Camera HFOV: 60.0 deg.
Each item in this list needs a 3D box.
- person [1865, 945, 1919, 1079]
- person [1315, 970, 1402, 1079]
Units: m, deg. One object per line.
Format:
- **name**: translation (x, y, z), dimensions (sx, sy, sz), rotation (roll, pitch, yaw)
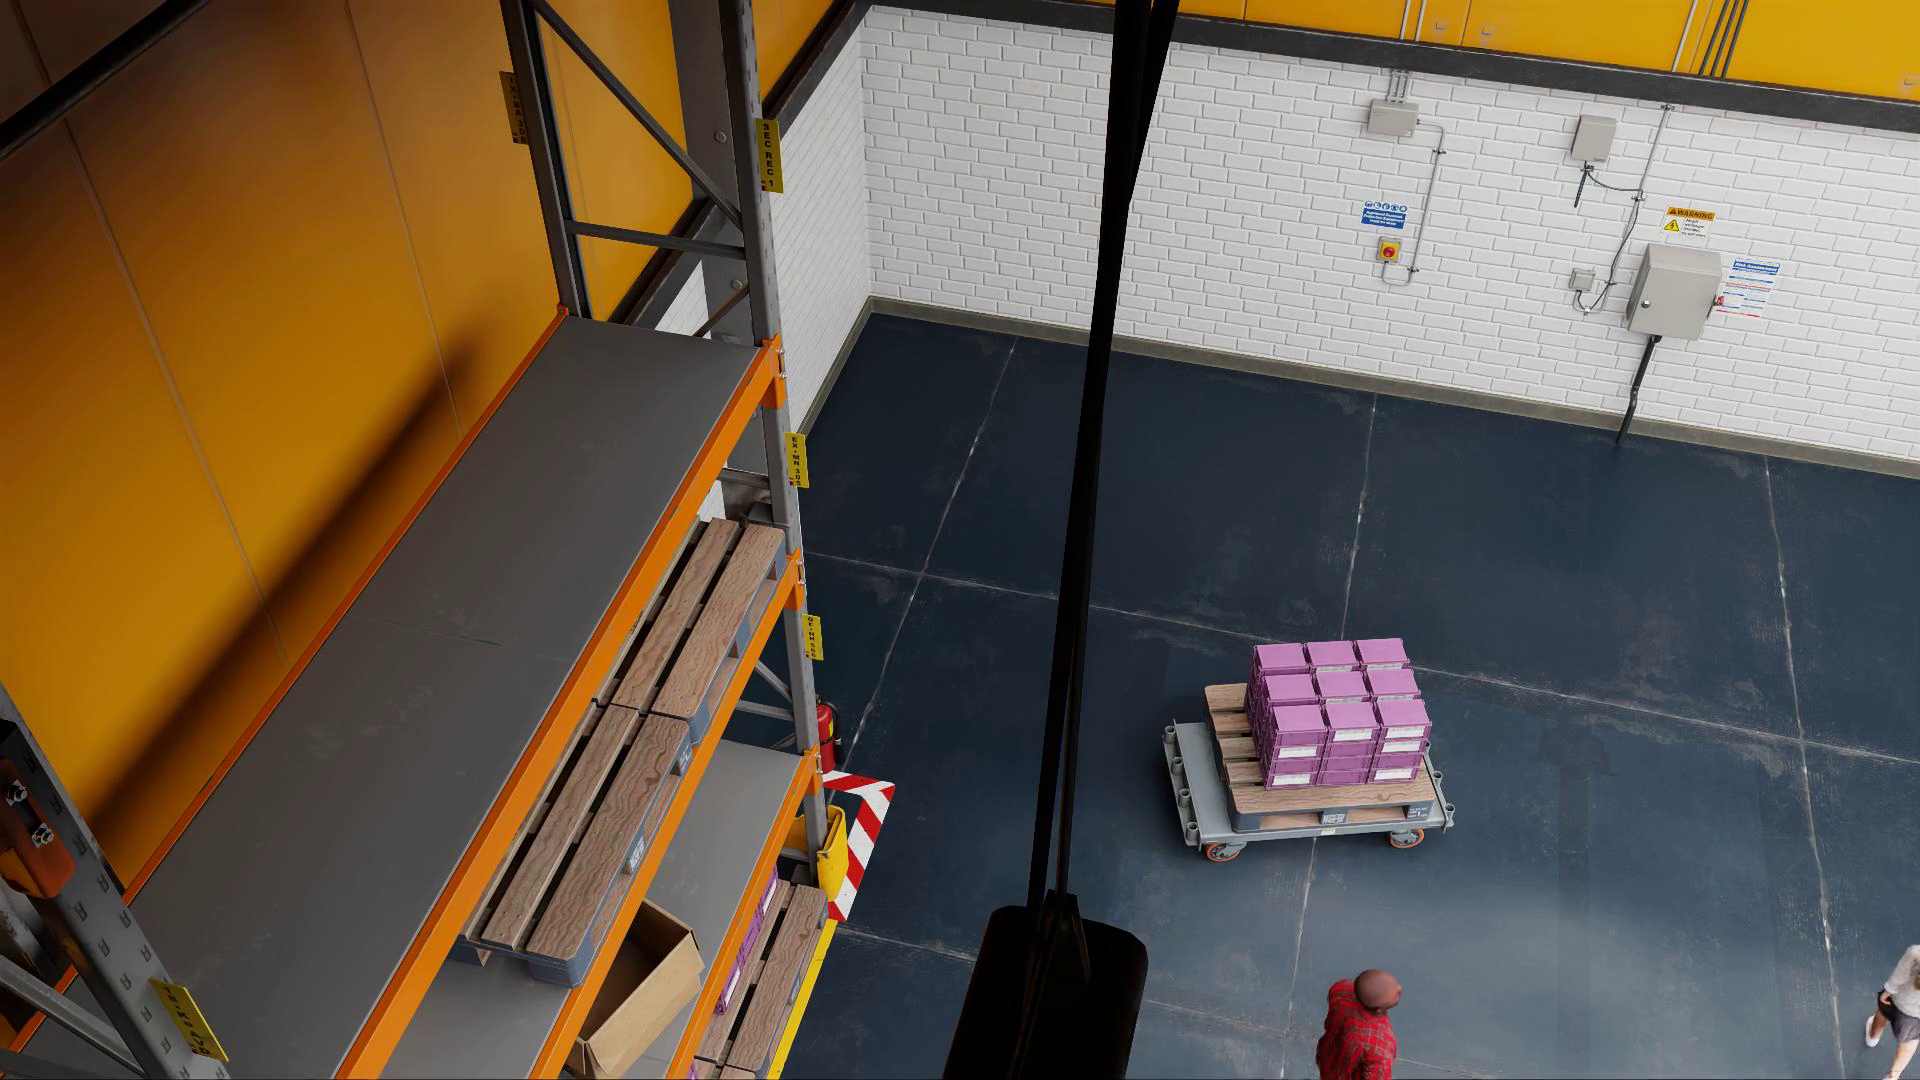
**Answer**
- **person**: translation (5.065, 2.455, 8.788), dimensions (0.647, 1.261, 0.859), rotation (22, 48, 21)
- **person**: translation (1.840, 2.680, 8.168), dimensions (1.043, 1.791, 1.208), rotation (-6, 44, -6)
